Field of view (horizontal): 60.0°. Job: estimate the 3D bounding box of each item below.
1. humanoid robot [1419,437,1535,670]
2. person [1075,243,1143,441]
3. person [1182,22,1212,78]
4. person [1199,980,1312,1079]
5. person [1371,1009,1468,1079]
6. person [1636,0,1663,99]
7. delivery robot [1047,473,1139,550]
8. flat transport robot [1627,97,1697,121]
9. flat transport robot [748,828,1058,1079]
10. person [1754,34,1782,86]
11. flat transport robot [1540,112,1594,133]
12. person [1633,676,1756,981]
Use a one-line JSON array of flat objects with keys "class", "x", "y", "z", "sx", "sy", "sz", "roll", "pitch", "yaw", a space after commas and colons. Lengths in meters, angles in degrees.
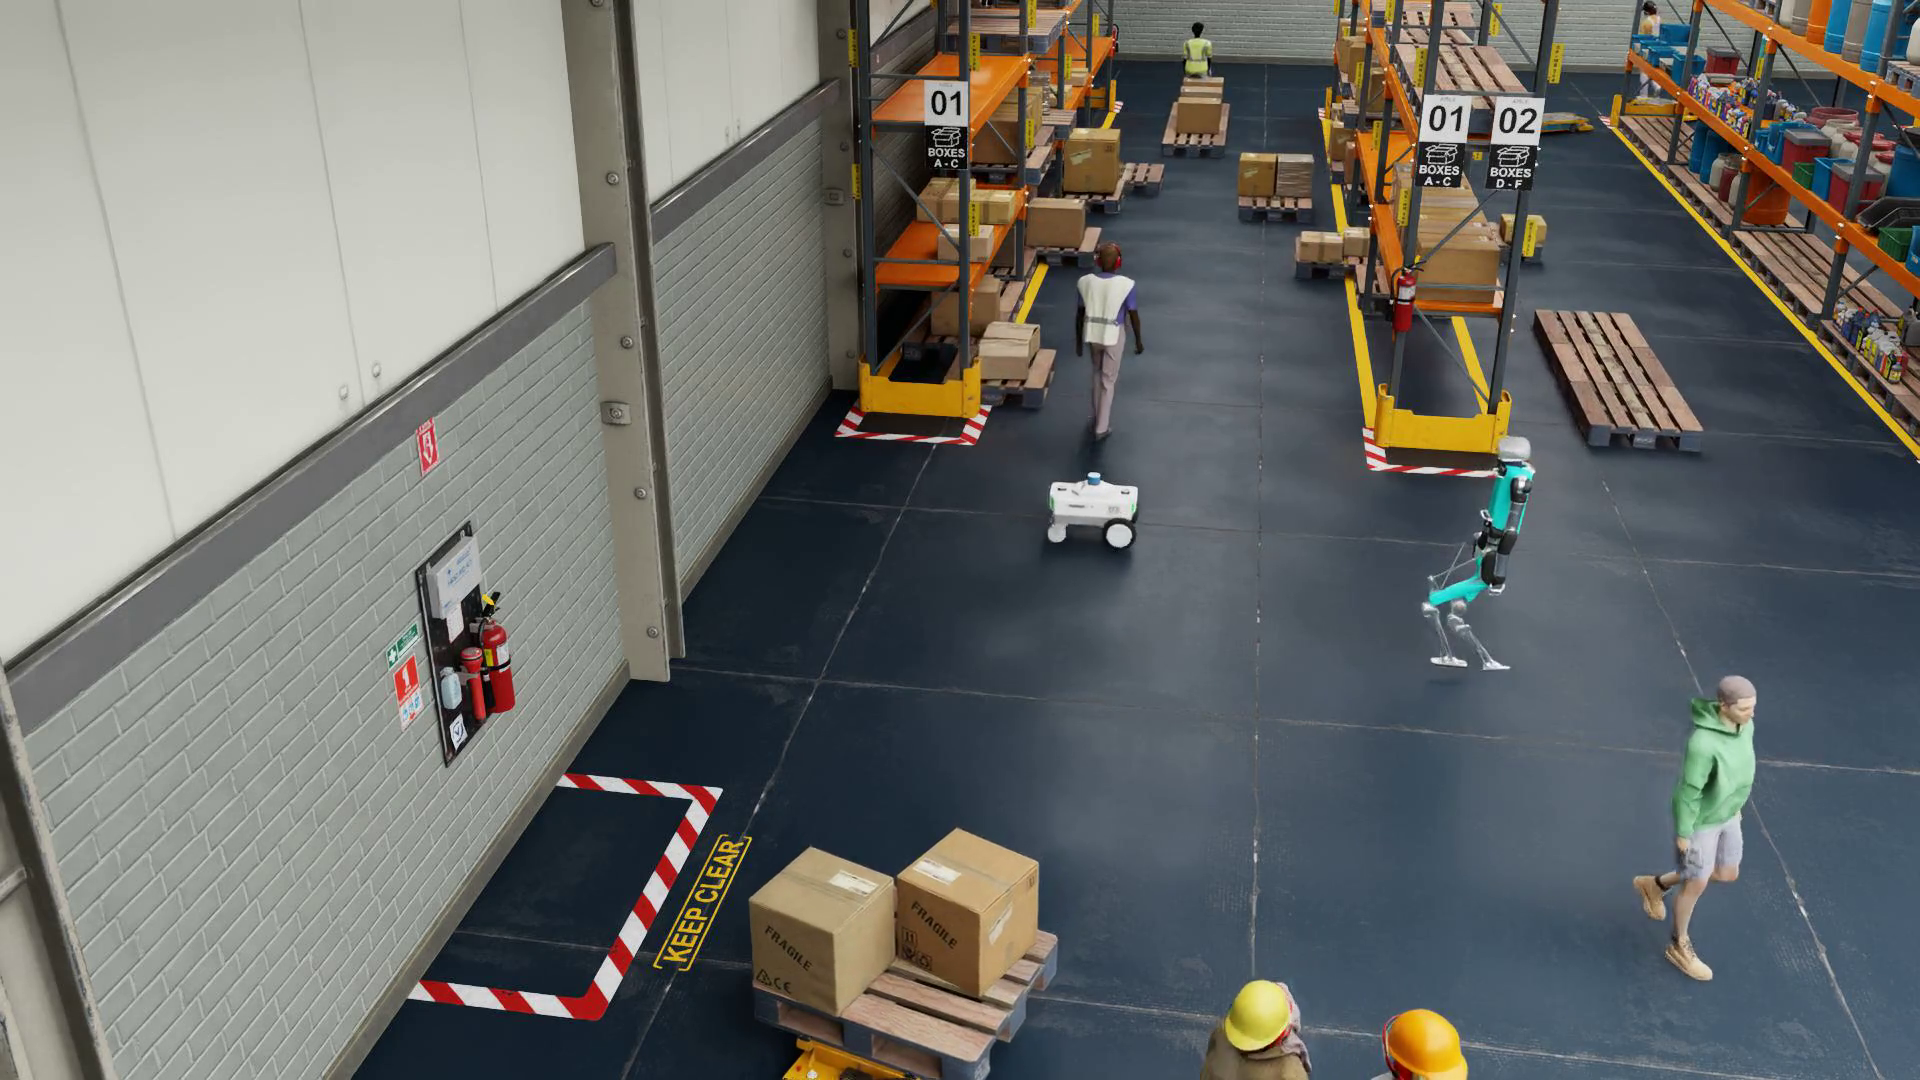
[{"class": "humanoid robot", "x": 3.454, "y": 0.157, "z": 11.309, "sx": 0.830, "sy": 1.801, "sz": 0.543, "roll": 3, "pitch": 25, "yaw": 6}, {"class": "person", "x": 1.411, "y": -1.876, "z": 15.545, "sx": 0.592, "sy": 1.817, "sz": 0.760, "roll": 14, "pitch": 28, "yaw": 27}, {"class": "person", "x": 4.191, "y": -8.335, "z": 29.519, "sx": 0.541, "sy": 1.678, "sz": 0.540, "roll": 8, "pitch": 26, "yaw": 17}, {"class": "person", "x": 1.100, "y": 2.390, "z": 6.506, "sx": 0.437, "sy": 1.737, "sz": 0.562, "roll": -18, "pitch": 31, "yaw": -34}, {"class": "person", "x": 1.602, "y": 2.489, "z": 6.127, "sx": 0.563, "sy": 1.890, "sz": 0.380, "roll": -14, "pitch": 28, "yaw": -27}, {"class": "person", "x": 12.863, "y": -9.129, "z": 31.053, "sx": 0.568, "sy": 1.826, "sz": 0.484, "roll": -6, "pitch": 26, "yaw": -14}, {"class": "delivery robot", "x": 1.106, "y": -0.248, "z": 13.570, "sx": 0.812, "sy": 0.611, "sz": 0.499, "roll": 3, "pitch": 25, "yaw": 7}, {"class": "flat transport robot", "x": 12.725, "y": -7.779, "z": 30.007, "sx": 0.659, "sy": 0.231, "sz": 1.431, "roll": -14, "pitch": 29, "yaw": -28}, {"class": "flat transport robot", "x": -0.241, "y": 2.337, "z": 8.356, "sx": 0.659, "sy": 0.231, "sz": 1.431, "roll": 12, "pitch": 28, "yaw": 24}, {"class": "person", "x": 15.862, "y": -9.801, "z": 32.565, "sx": 0.311, "sy": 1.767, "sz": 0.532, "roll": -19, "pitch": 31, "yaw": -35}, {"class": "flat transport robot", "x": 10.158, "y": -7.199, "z": 28.765, "sx": 1.431, "sy": 0.231, "sz": 0.659, "roll": -7, "pitch": 26, "yaw": -14}, {"class": "person", "x": 3.814, "y": 1.429, "z": 8.573, "sx": 0.499, "sy": 1.724, "sz": 0.495, "roll": -16, "pitch": 29, "yaw": -30}]
